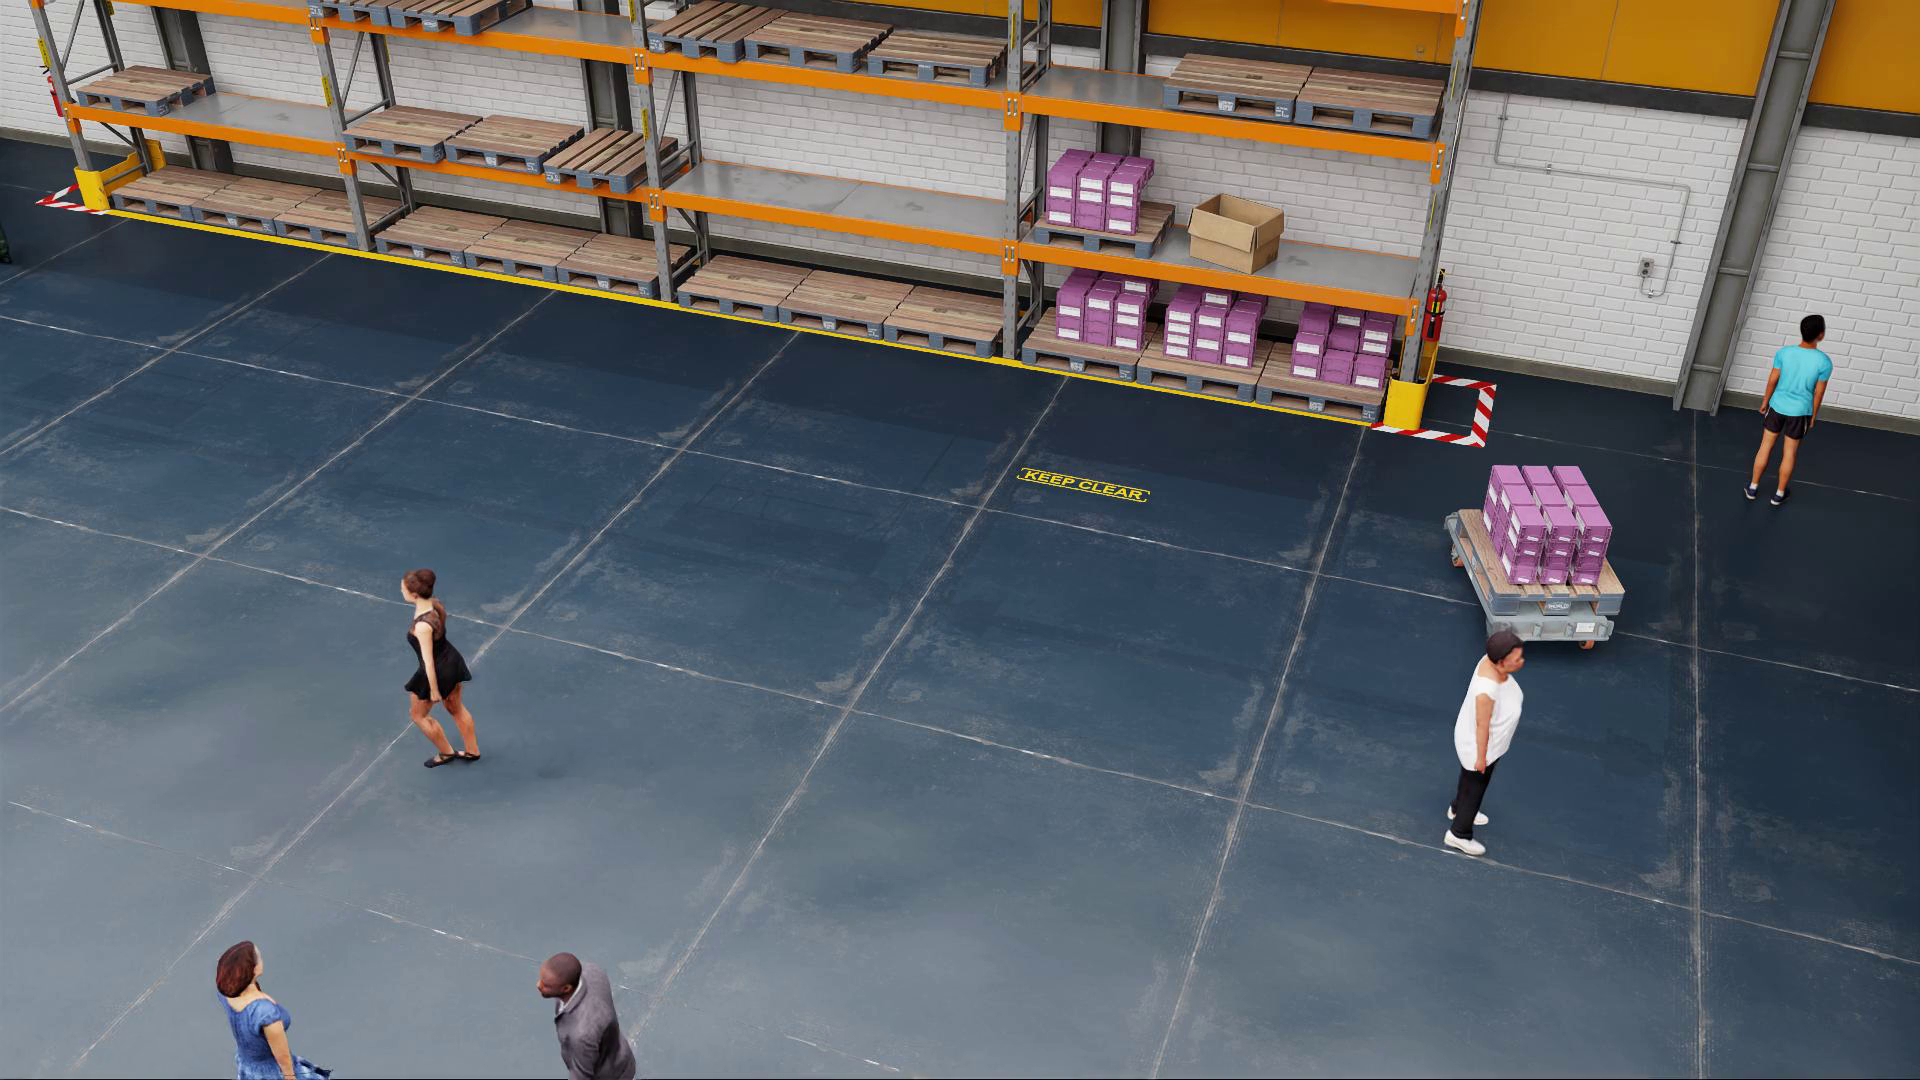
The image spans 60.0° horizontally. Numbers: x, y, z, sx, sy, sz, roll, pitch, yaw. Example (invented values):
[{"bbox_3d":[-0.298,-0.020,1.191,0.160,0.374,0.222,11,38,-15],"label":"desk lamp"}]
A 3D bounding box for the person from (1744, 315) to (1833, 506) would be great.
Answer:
[{"bbox_3d":[7.257,-1.135,14.542,0.540,1.775,0.721,20,39,28],"label":"person"}]

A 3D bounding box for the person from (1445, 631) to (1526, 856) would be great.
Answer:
[{"bbox_3d":[3.461,1.302,10.955,0.586,1.687,0.639,12,35,17],"label":"person"}]

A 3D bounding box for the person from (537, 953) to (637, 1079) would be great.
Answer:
[{"bbox_3d":[-1.773,2.770,8.681,1.284,1.760,1.169,-10,35,-15],"label":"person"}]

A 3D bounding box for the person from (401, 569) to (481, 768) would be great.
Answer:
[{"bbox_3d":[-3.545,0.915,11.557,0.750,1.664,0.691,1,34,1],"label":"person"}]

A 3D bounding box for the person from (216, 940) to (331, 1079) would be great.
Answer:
[{"bbox_3d":[-3.594,2.828,8.561,0.658,1.796,0.775,18,38,25],"label":"person"}]
